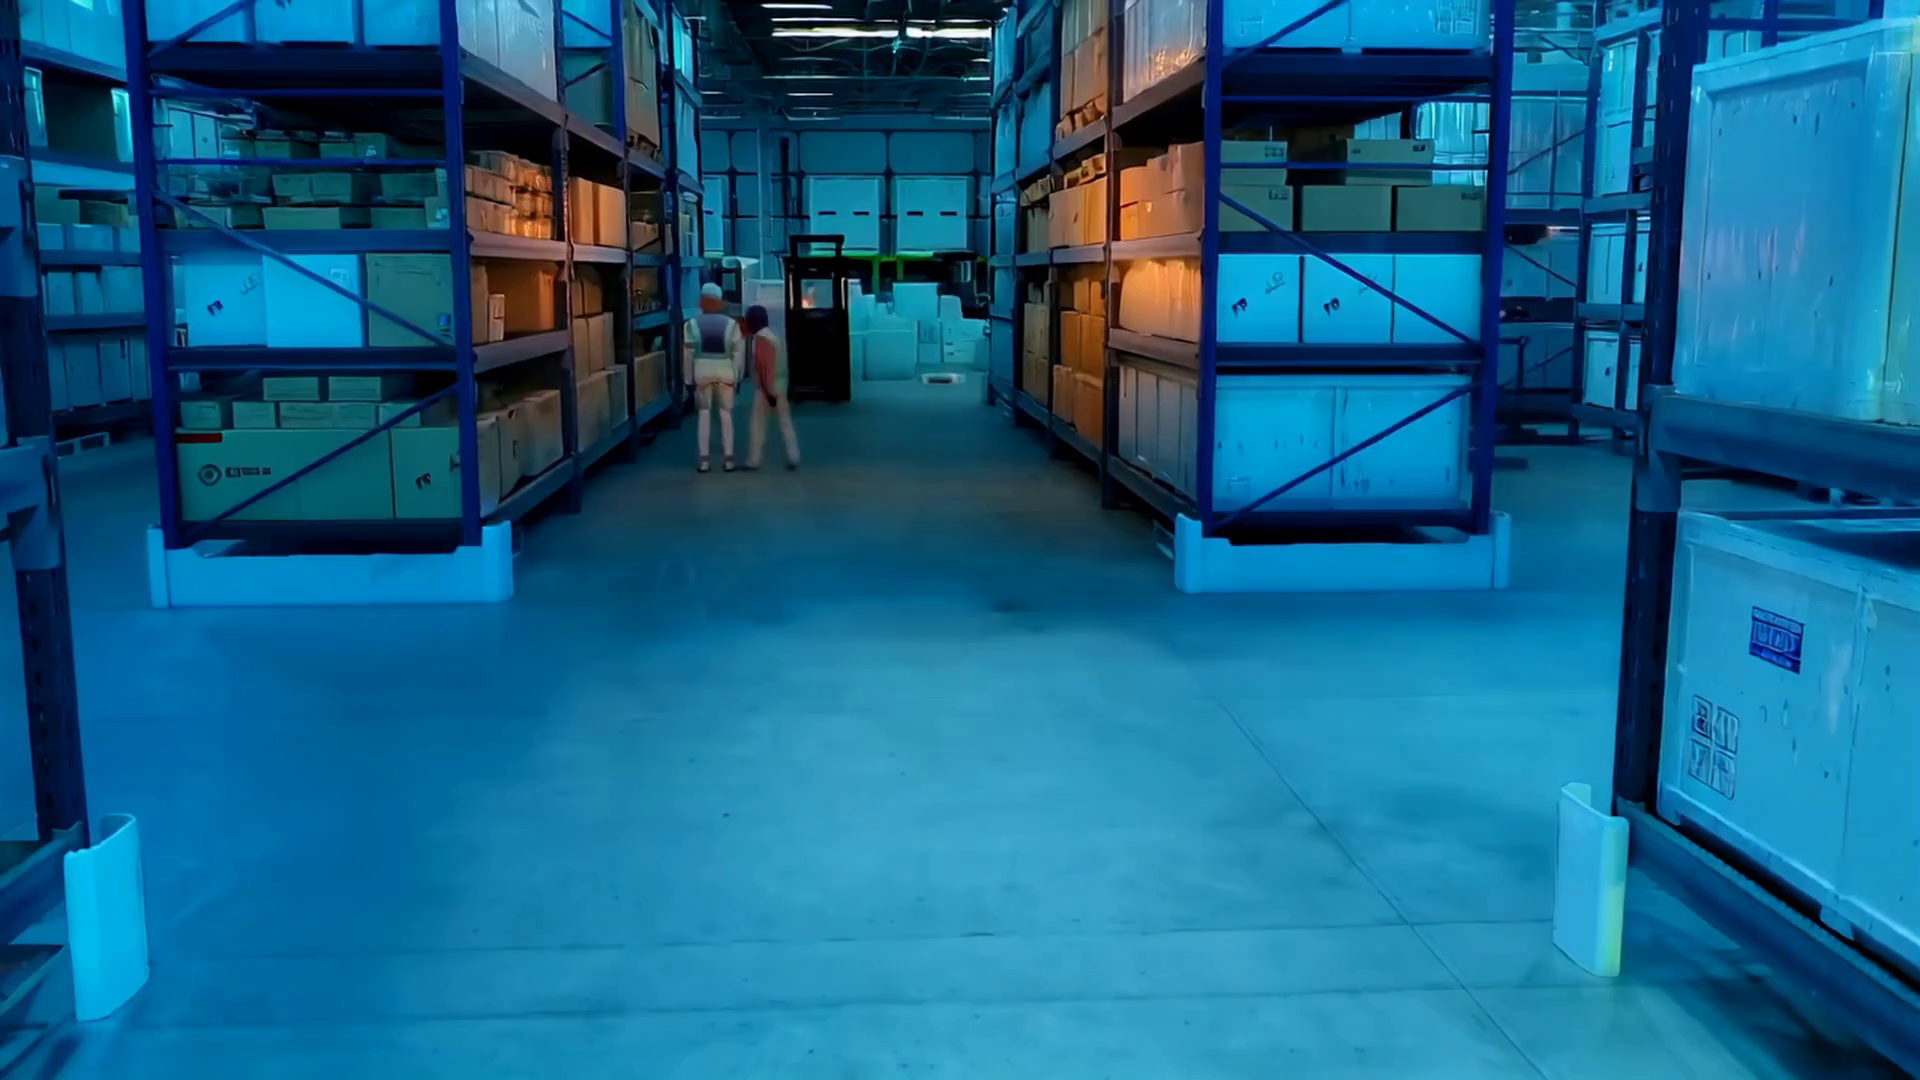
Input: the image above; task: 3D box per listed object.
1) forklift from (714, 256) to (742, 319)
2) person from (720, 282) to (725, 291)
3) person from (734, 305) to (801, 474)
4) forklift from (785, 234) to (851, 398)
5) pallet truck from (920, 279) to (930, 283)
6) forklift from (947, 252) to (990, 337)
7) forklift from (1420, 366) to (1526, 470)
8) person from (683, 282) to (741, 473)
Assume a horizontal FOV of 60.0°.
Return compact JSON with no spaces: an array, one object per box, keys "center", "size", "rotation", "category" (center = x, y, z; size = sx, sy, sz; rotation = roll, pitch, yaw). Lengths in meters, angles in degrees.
[{"center":[-8.481,-8.973,60.670],"size":[1.129,2.768,1.873],"rotation":[-1,9,-4],"category":"forklift"},{"center":[-9.008,-8.712,62.154],"size":[0.573,1.883,0.359],"rotation":[1,9,3],"category":"person"},{"center":[-2.042,-1.600,17.814],"size":[0.680,1.806,0.654],"rotation":[1,9,8],"category":"person"},{"center":[-2.476,-3.918,28.932],"size":[1.129,2.768,1.873],"rotation":[-1,9,-4],"category":"forklift"},{"center":[-0.932,-8.922,63.114],"size":[1.885,1.965,0.823],"rotation":[2,9,13],"category":"pallet truck"},{"center":[0.093,-7.478,51.288],"size":[1.129,2.768,1.873],"rotation":[-5,11,-30],"category":"forklift"},{"center":[5.081,-2.185,18.052],"size":[1.873,2.768,1.129],"rotation":[-1,9,-4],"category":"forklift"},{"center":[-2.654,-1.735,17.849],"size":[0.607,2.044,0.377],"rotation":[-2,9,-15],"category":"person"}]
